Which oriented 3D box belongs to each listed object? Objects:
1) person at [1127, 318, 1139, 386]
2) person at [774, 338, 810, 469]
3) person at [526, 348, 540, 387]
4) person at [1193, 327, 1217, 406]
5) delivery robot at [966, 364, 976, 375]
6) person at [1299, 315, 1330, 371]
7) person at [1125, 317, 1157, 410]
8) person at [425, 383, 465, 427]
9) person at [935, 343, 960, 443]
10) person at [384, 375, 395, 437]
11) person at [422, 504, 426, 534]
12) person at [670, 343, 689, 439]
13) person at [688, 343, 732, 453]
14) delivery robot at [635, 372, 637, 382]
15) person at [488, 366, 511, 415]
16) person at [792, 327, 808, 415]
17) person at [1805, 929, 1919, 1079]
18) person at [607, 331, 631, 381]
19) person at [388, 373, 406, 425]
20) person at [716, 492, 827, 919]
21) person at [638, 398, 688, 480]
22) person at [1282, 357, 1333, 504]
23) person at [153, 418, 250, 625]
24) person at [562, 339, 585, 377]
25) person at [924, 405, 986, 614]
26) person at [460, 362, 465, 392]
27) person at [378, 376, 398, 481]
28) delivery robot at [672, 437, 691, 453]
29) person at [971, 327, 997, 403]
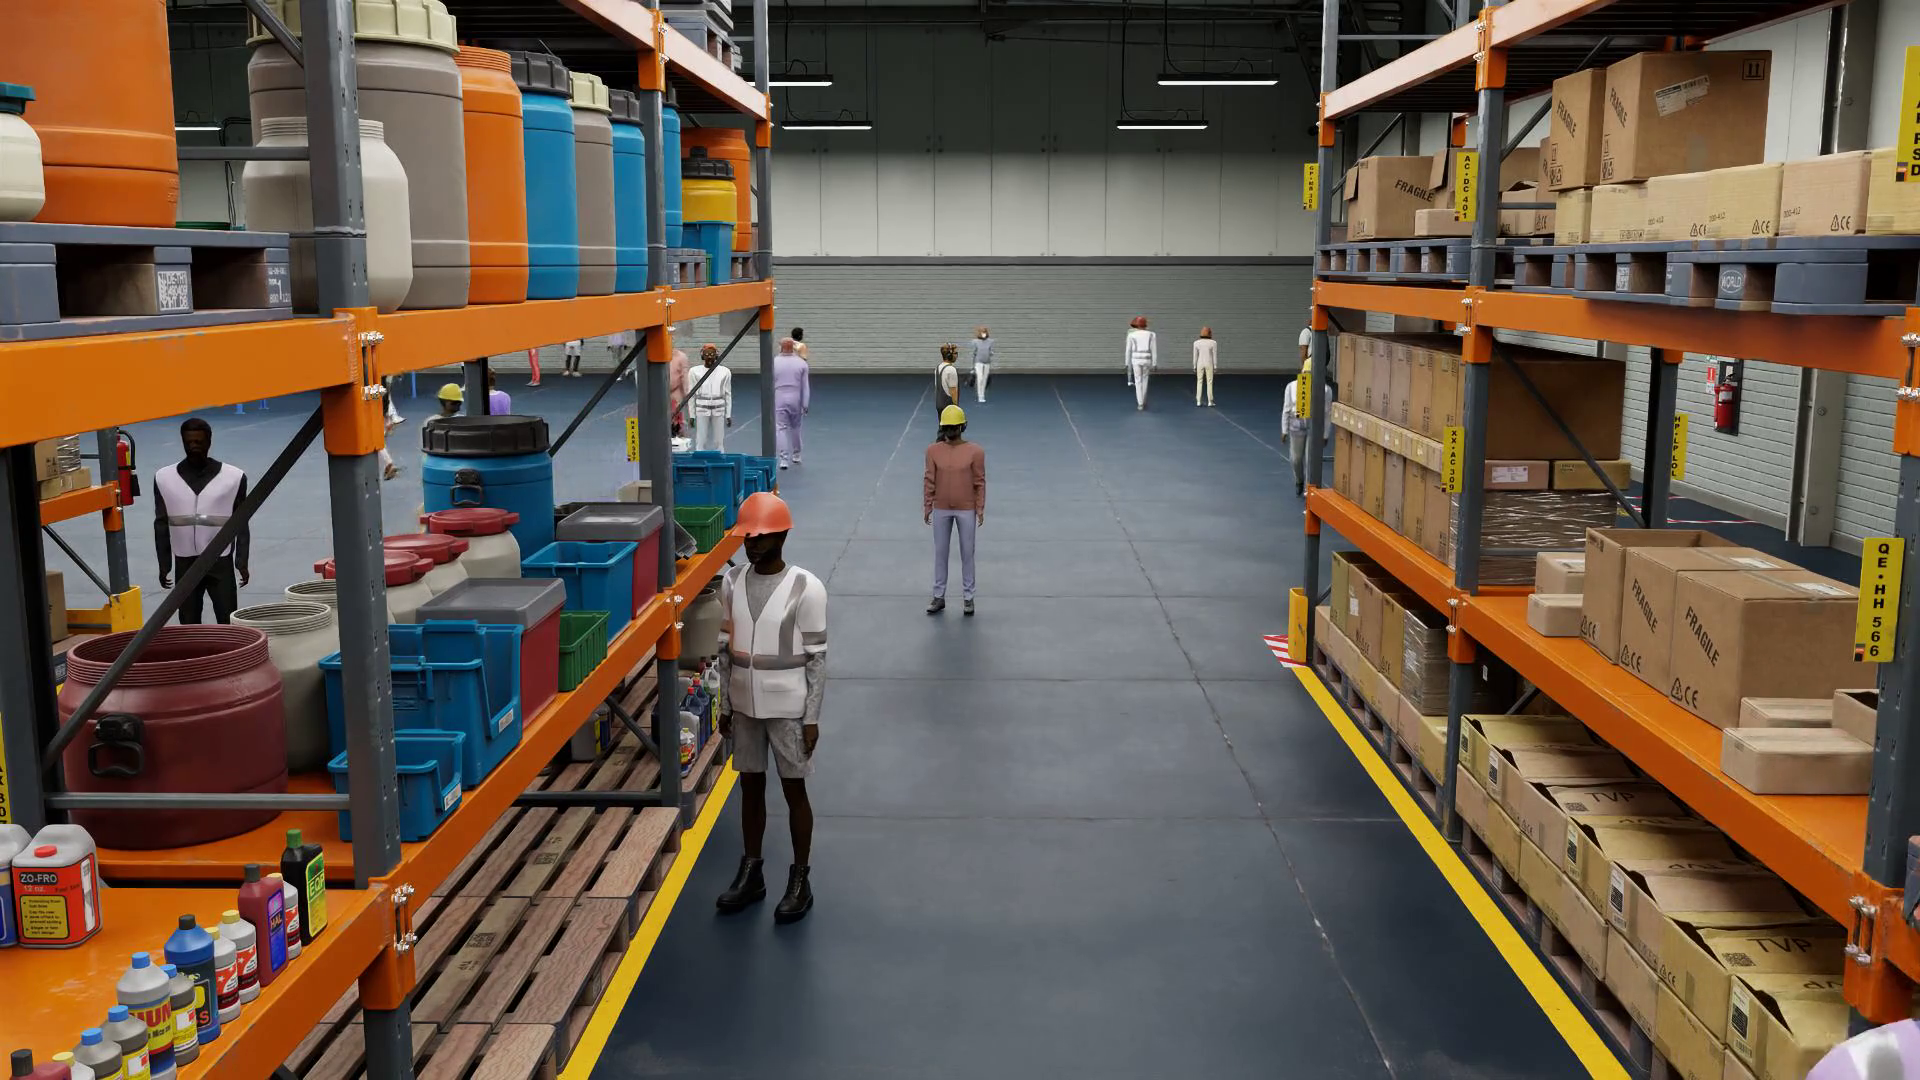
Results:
[{"bbox_3d":[4.209,-4.517,39.919,0.285,1.633,0.499,-8,12,-38],"label":"person"},{"bbox_3d":[-2.519,-1.992,24.125,0.646,1.863,0.965,-2,10,-10],"label":"person"},{"bbox_3d":[-10.252,-4.563,39.801,0.311,1.768,0.532,-5,11,-29],"label":"person"},{"bbox_3d":[5.053,-3.571,34.247,0.497,1.634,0.279,4,10,21],"label":"person"},{"bbox_3d":[0.385,-4.068,39.527,0.335,0.223,0.698,4,10,22],"label":"delivery robot"},{"bbox_3d":[6.940,-3.435,32.350,0.688,2.000,0.536,-7,12,-37],"label":"person"},{"bbox_3d":[3.638,-3.580,33.658,0.611,1.843,0.924,-1,9,-4],"label":"person"},{"bbox_3d":[-5.107,-0.692,16.670,0.391,1.751,0.529,9,13,43],"label":"person"},{"bbox_3d":[-0.157,-1.792,22.967,0.346,1.846,0.506,-6,11,-31],"label":"person"},{"bbox_3d":[-9.832,-2.692,28.088,0.639,1.928,0.457,8,13,41],"label":"person"},{"bbox_3d":[-3.052,0.314,10.216,0.552,1.902,0.694,1,10,8],"label":"person"},{"bbox_3d":[-4.468,-2.214,25.361,0.666,1.888,0.433,1,10,4],"label":"person"},{"bbox_3d":[-3.315,-1.664,22.088,0.575,1.882,0.355,-3,10,-16],"label":"person"},{"bbox_3d":[-7.346,-3.880,39.174,0.477,0.478,0.707,3,10,20],"label":"delivery robot"},{"bbox_3d":[-5.062,-0.959,17.972,0.389,1.847,0.567,4,10,24],"label":"person"},{"bbox_3d":[-3.179,-3.290,32.429,0.563,1.687,0.376,9,13,44],"label":"person"},{"bbox_3d":[1.726,1.494,2.754,0.643,2.015,0.827,0,9,1],"label":"person"},{"bbox_3d":[-8.590,-4.948,41.686,0.491,1.905,0.580,4,10,21],"label":"person"},{"bbox_3d":[-10.409,-3.024,30.287,0.925,1.871,0.647,3,10,16],"label":"person"},{"bbox_3d":[-0.865,0.743,7.506,0.542,1.938,0.358,4,10,24],"label":"person"},{"bbox_3d":[-2.506,-0.182,13.179,0.758,1.898,0.577,-3,10,-17],"label":"person"},{"bbox_3d":[4.294,-1.372,20.556,0.600,1.808,0.697,3,10,17],"label":"person"},{"bbox_3d":[-5.090,0.133,11.209,0.592,1.922,0.392,-3,10,-16],"label":"person"},{"bbox_3d":[-10.024,-5.043,43.044,0.650,1.663,0.354,3,10,18],"label":"person"},{"bbox_3d":[-0.052,-0.257,14.006,0.533,1.767,0.326,2,10,13],"label":"person"},{"bbox_3d":[-11.411,-4.259,38.184,0.321,1.697,0.529,-1,10,-7],"label":"person"},{"bbox_3d":[-7.829,-1.700,21.999,0.473,1.981,0.616,4,10,23],"label":"person"},{"bbox_3d":[-4.257,-1.354,24.045,0.707,0.478,0.477,-1,10,-4],"label":"delivery robot"},{"bbox_3d":[0.523,-3.680,35.005,0.506,1.600,0.789,-3,10,-20],"label":"person"}]
